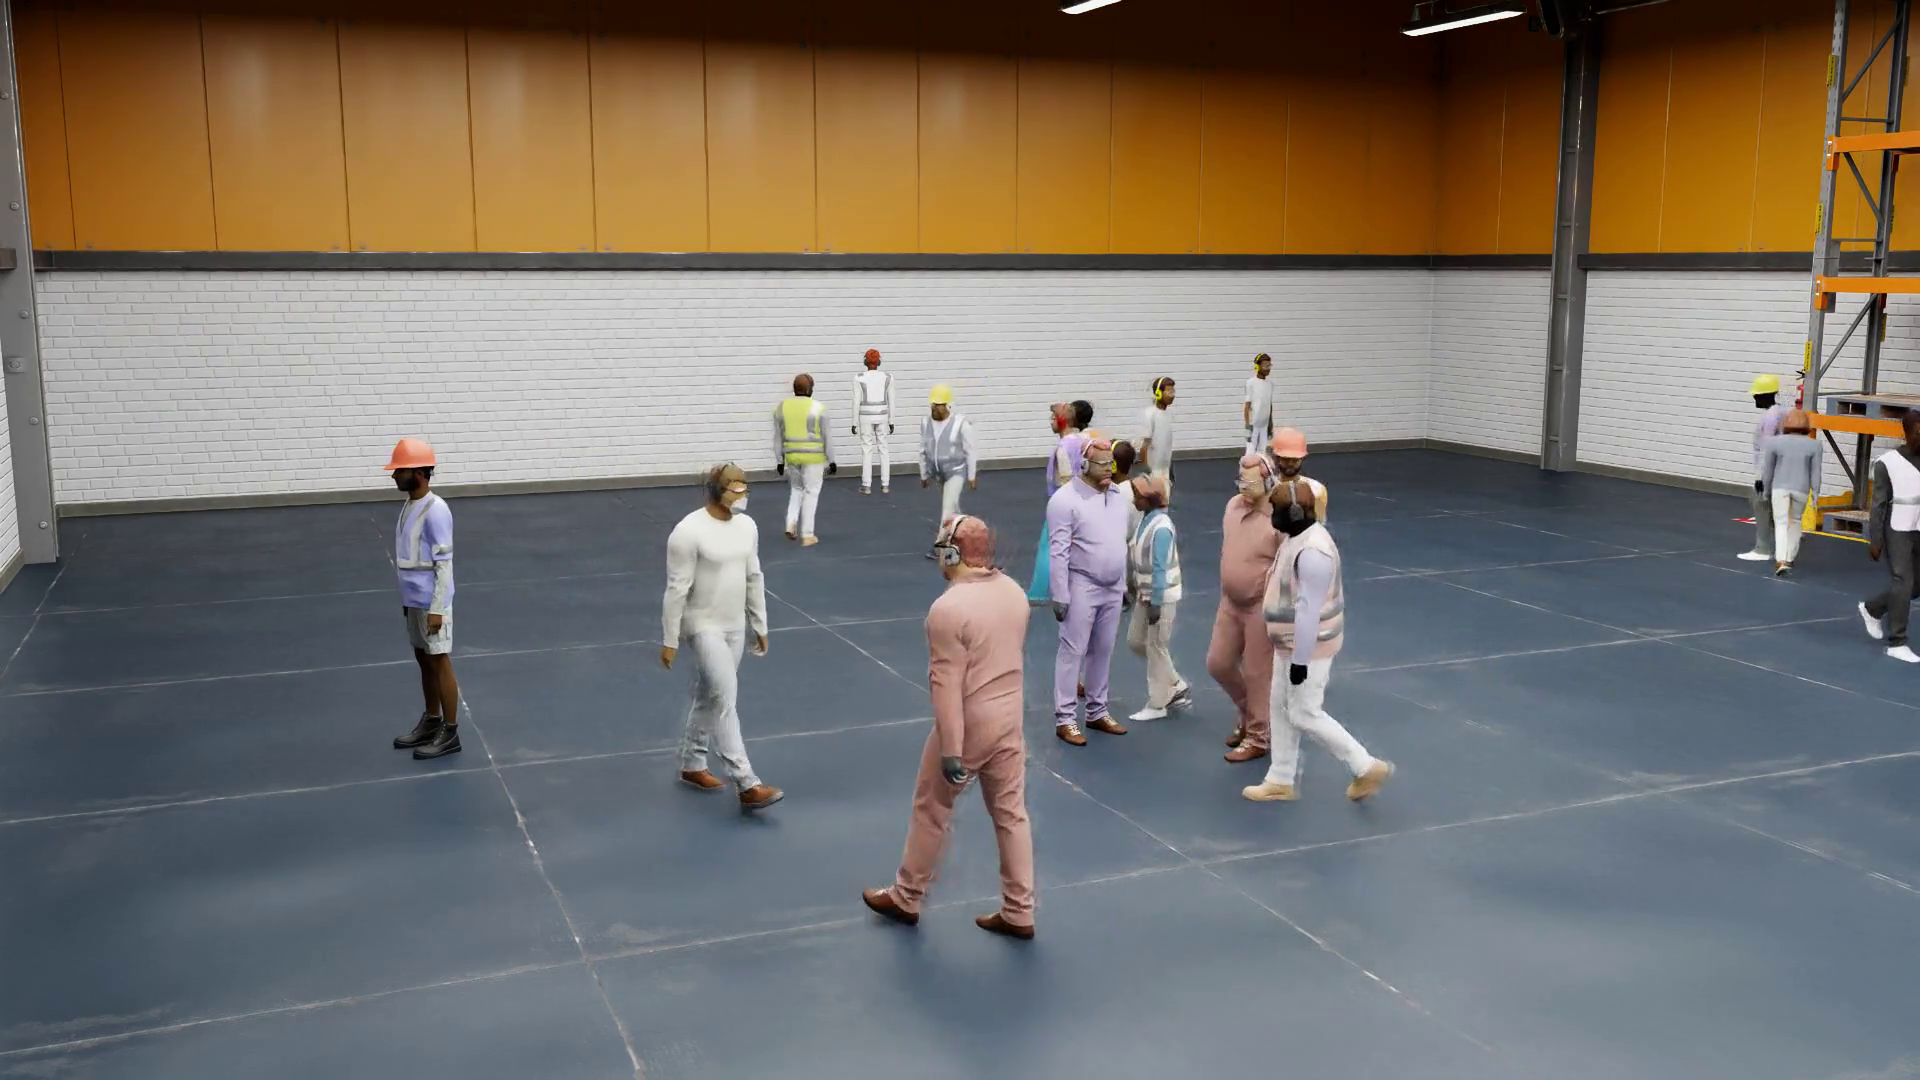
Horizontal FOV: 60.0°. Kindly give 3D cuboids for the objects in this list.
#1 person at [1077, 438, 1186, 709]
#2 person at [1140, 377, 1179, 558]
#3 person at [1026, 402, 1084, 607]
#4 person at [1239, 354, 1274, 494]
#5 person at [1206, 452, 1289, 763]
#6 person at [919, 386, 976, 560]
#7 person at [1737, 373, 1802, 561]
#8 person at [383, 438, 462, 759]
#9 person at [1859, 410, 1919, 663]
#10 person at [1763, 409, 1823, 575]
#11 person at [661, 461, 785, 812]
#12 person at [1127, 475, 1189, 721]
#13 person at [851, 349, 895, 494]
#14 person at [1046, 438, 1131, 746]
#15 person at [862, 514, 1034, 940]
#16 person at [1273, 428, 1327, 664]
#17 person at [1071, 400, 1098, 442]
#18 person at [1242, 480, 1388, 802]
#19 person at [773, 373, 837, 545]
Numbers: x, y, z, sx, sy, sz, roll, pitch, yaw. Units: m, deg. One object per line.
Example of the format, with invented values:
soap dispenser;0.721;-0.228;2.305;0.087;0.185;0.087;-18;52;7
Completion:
person;1.119;0.228;11.144;0.989;1.829;0.509;9;13;43
person;1.959;-0.722;16.778;0.506;1.859;0.513;6;11;34
person;0.955;-0.287;14.317;0.959;1.809;0.585;4;10;21
person;3.797;-1.441;21.148;0.512;1.858;0.358;-7;12;-36
person;1.735;0.407;9.857;0.414;1.882;0.669;-6;11;-31
person;-0.135;-0.706;17.011;0.605;1.763;1.006;6;11;33
person;8.070;-0.711;16.560;0.507;1.902;0.630;6;11;32
person;-3.245;0.349;10.035;0.363;1.939;0.542;-7;12;-36
person;7.145;-0.058;12.631;0.601;1.895;0.646;-2;10;-14
person;8.017;-0.465;16.027;0.498;1.589;0.844;4;10;21
person;-1.238;0.523;9.119;0.965;1.890;0.649;6;11;32
person;1.272;0.377;10.801;0.363;1.625;0.531;-2;10;-11
person;-1.131;-1.544;21.672;0.585;1.882;0.340;-3;10;-20
person;0.837;0.312;10.367;0.652;1.904;0.402;-8;12;-41
person;-0.018;0.815;7.405;0.896;1.869;0.663;8;12;39
person;2.190;0.173;11.267;0.555;1.901;0.991;1;9;8
person;1.175;-0.502;15.975;0.489;1.681;0.548;4;10;23
person;1.953;0.574;9.039;0.692;1.820;0.640;0;9;1
person;-1.628;-0.849;17.638;0.629;1.828;0.449;4;10;23
